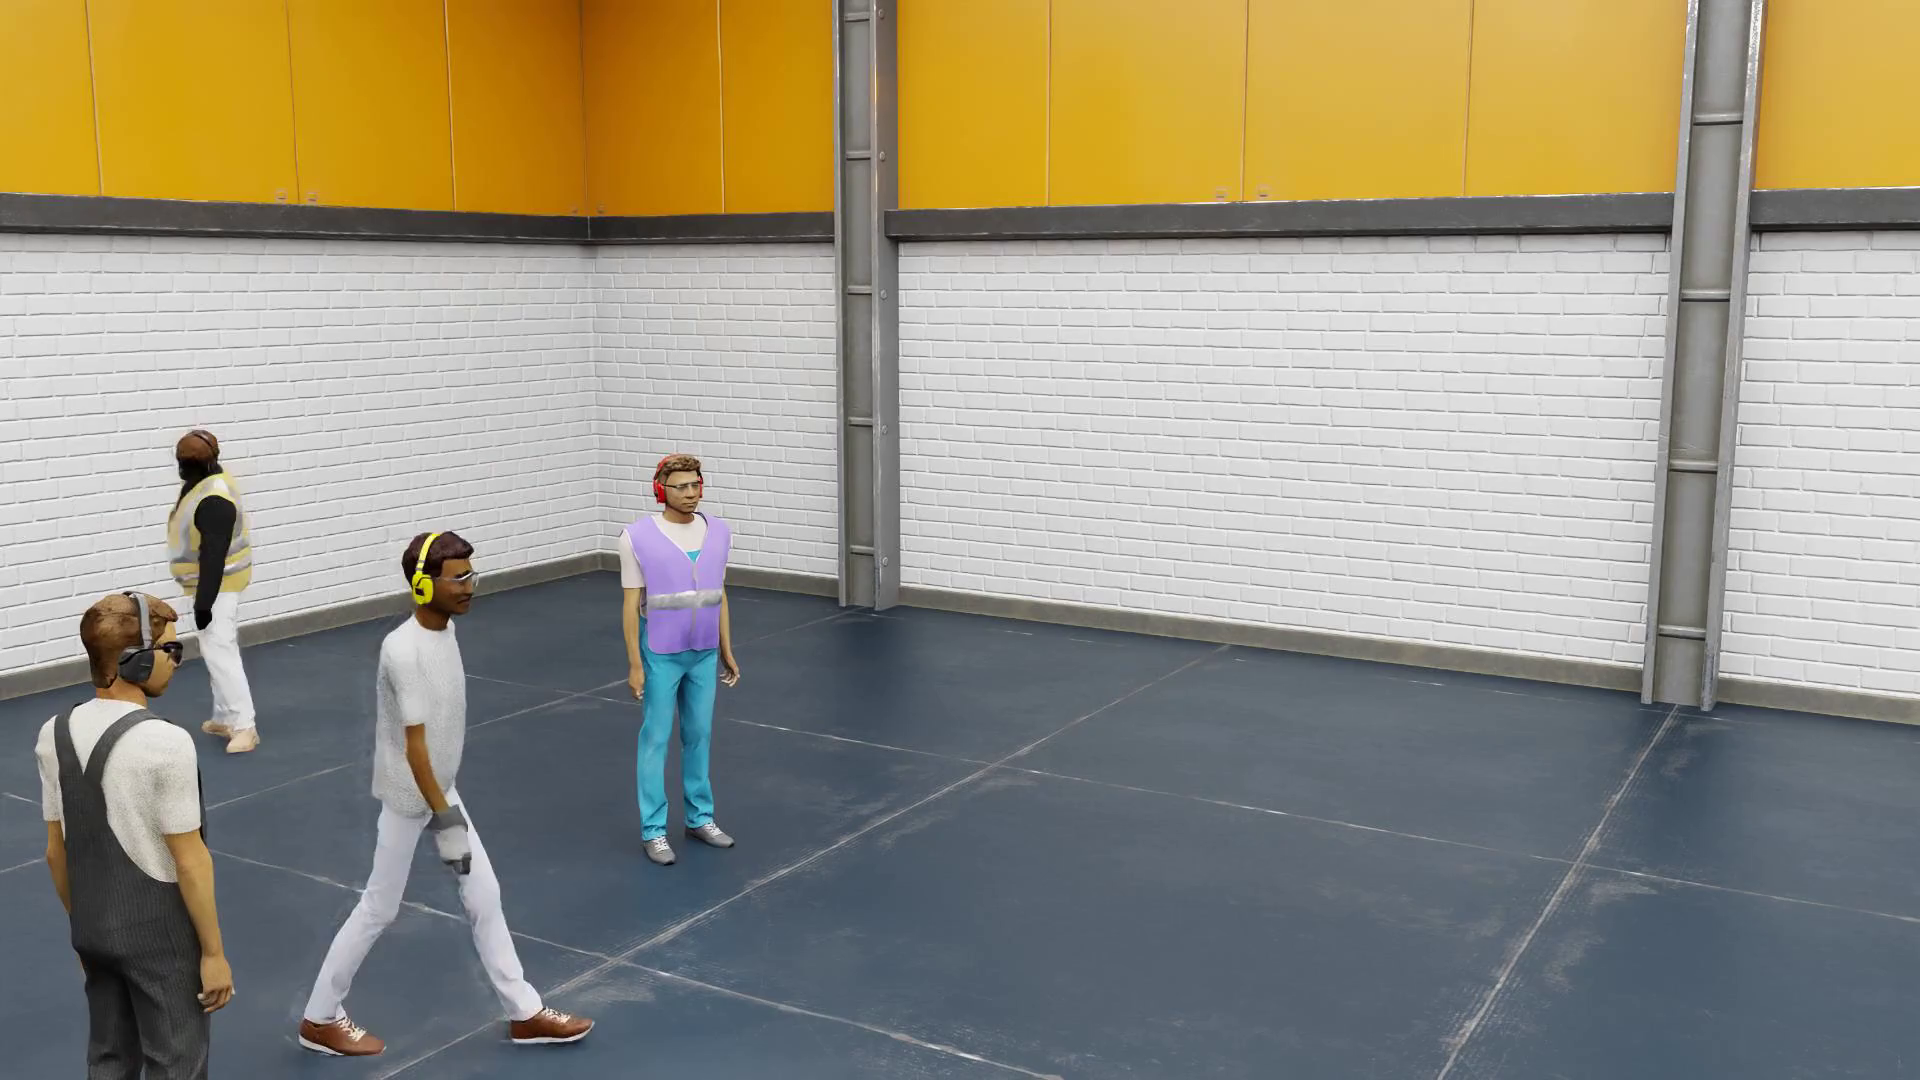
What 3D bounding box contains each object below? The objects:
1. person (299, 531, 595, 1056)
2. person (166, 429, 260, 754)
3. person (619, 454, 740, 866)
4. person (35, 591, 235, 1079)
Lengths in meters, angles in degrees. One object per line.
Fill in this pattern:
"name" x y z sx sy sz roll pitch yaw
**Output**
"person" -1.800 0.865 5.564 0.997 1.811 0.554 1 9 5
"person" -4.186 0.272 9.298 0.432 1.807 0.700 -4 10 -26
"person" -1.278 0.521 7.570 0.563 1.847 0.389 -8 12 -42
"person" -2.114 1.046 4.322 0.507 1.840 0.343 4 10 21
